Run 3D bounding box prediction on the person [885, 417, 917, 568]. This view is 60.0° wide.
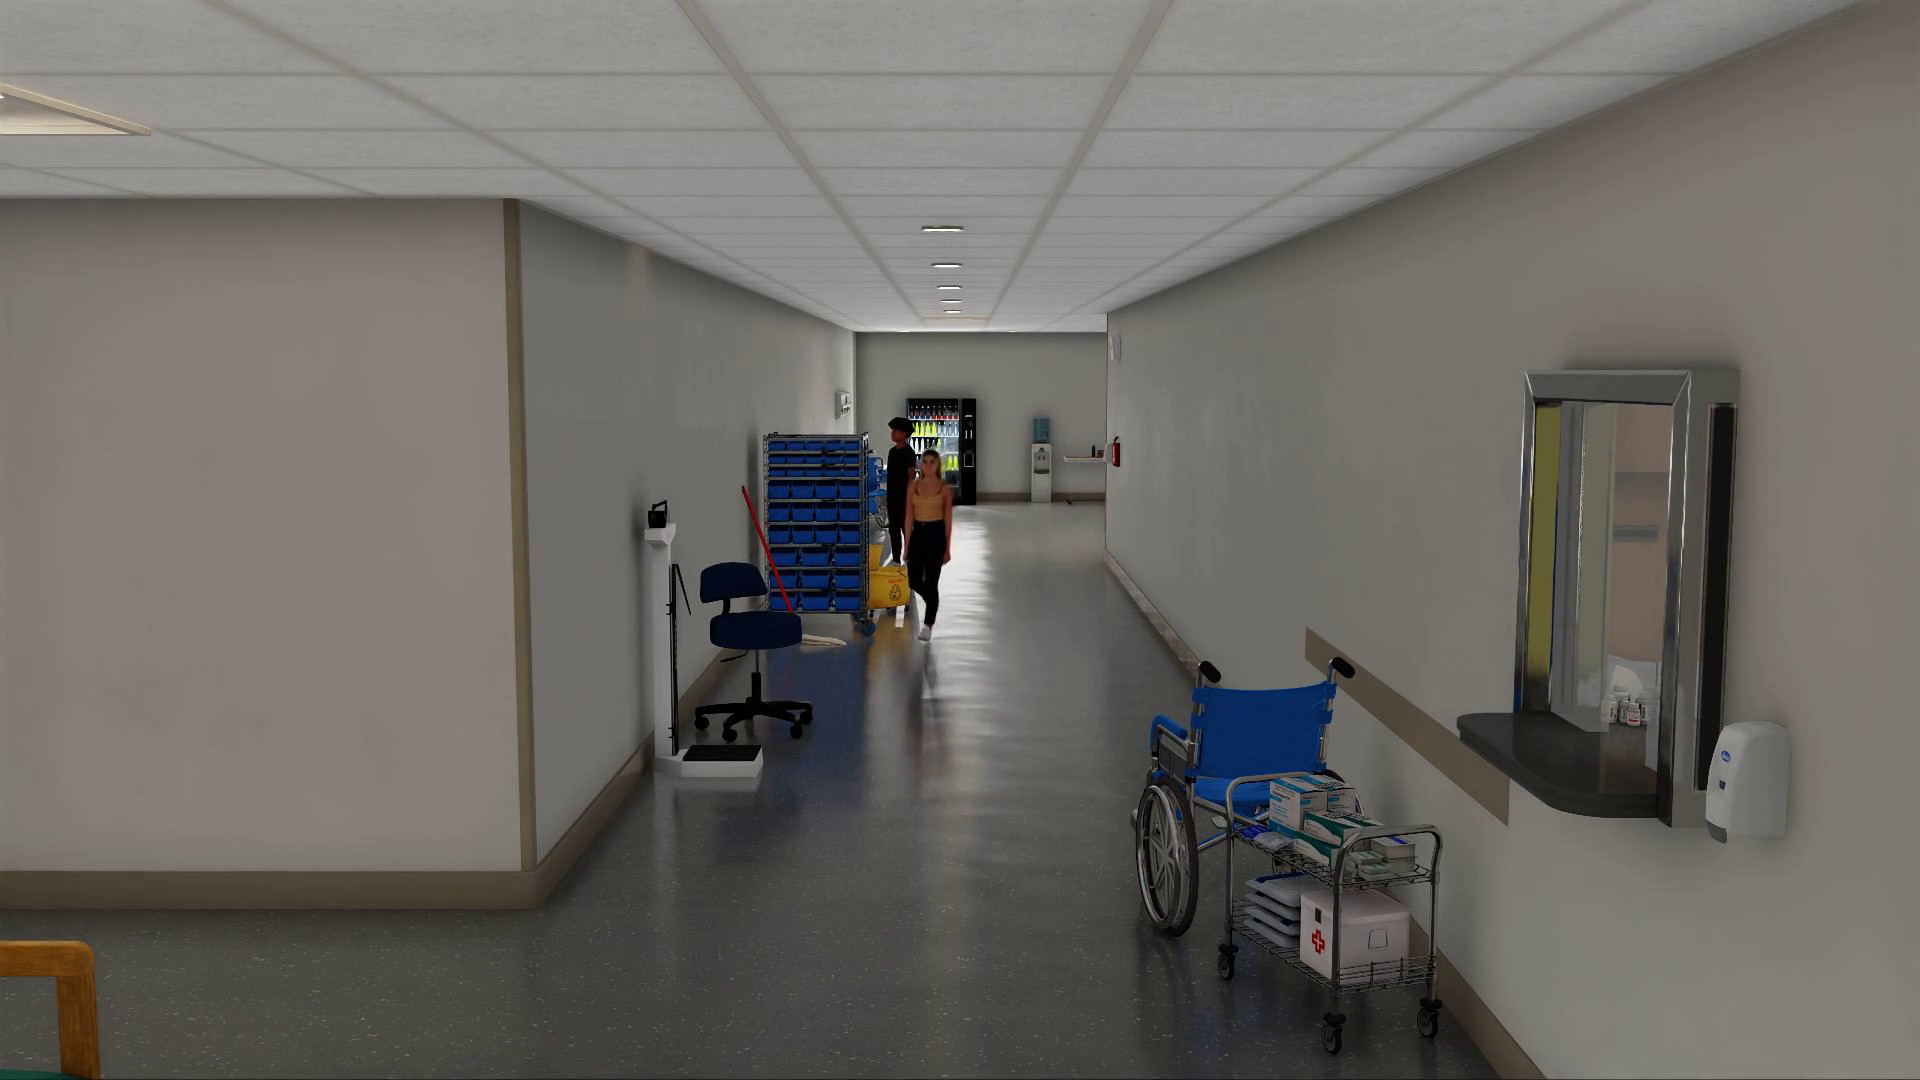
[{"bbox_3d":[-0.670,-0.517,18.958,0.757,1.784,0.724,-4,7,-35],"label":"person"}]

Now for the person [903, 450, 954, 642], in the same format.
[{"bbox_3d":[-0.253,0.036,14.275,0.853,1.620,0.794,2,6,17],"label":"person"}]
